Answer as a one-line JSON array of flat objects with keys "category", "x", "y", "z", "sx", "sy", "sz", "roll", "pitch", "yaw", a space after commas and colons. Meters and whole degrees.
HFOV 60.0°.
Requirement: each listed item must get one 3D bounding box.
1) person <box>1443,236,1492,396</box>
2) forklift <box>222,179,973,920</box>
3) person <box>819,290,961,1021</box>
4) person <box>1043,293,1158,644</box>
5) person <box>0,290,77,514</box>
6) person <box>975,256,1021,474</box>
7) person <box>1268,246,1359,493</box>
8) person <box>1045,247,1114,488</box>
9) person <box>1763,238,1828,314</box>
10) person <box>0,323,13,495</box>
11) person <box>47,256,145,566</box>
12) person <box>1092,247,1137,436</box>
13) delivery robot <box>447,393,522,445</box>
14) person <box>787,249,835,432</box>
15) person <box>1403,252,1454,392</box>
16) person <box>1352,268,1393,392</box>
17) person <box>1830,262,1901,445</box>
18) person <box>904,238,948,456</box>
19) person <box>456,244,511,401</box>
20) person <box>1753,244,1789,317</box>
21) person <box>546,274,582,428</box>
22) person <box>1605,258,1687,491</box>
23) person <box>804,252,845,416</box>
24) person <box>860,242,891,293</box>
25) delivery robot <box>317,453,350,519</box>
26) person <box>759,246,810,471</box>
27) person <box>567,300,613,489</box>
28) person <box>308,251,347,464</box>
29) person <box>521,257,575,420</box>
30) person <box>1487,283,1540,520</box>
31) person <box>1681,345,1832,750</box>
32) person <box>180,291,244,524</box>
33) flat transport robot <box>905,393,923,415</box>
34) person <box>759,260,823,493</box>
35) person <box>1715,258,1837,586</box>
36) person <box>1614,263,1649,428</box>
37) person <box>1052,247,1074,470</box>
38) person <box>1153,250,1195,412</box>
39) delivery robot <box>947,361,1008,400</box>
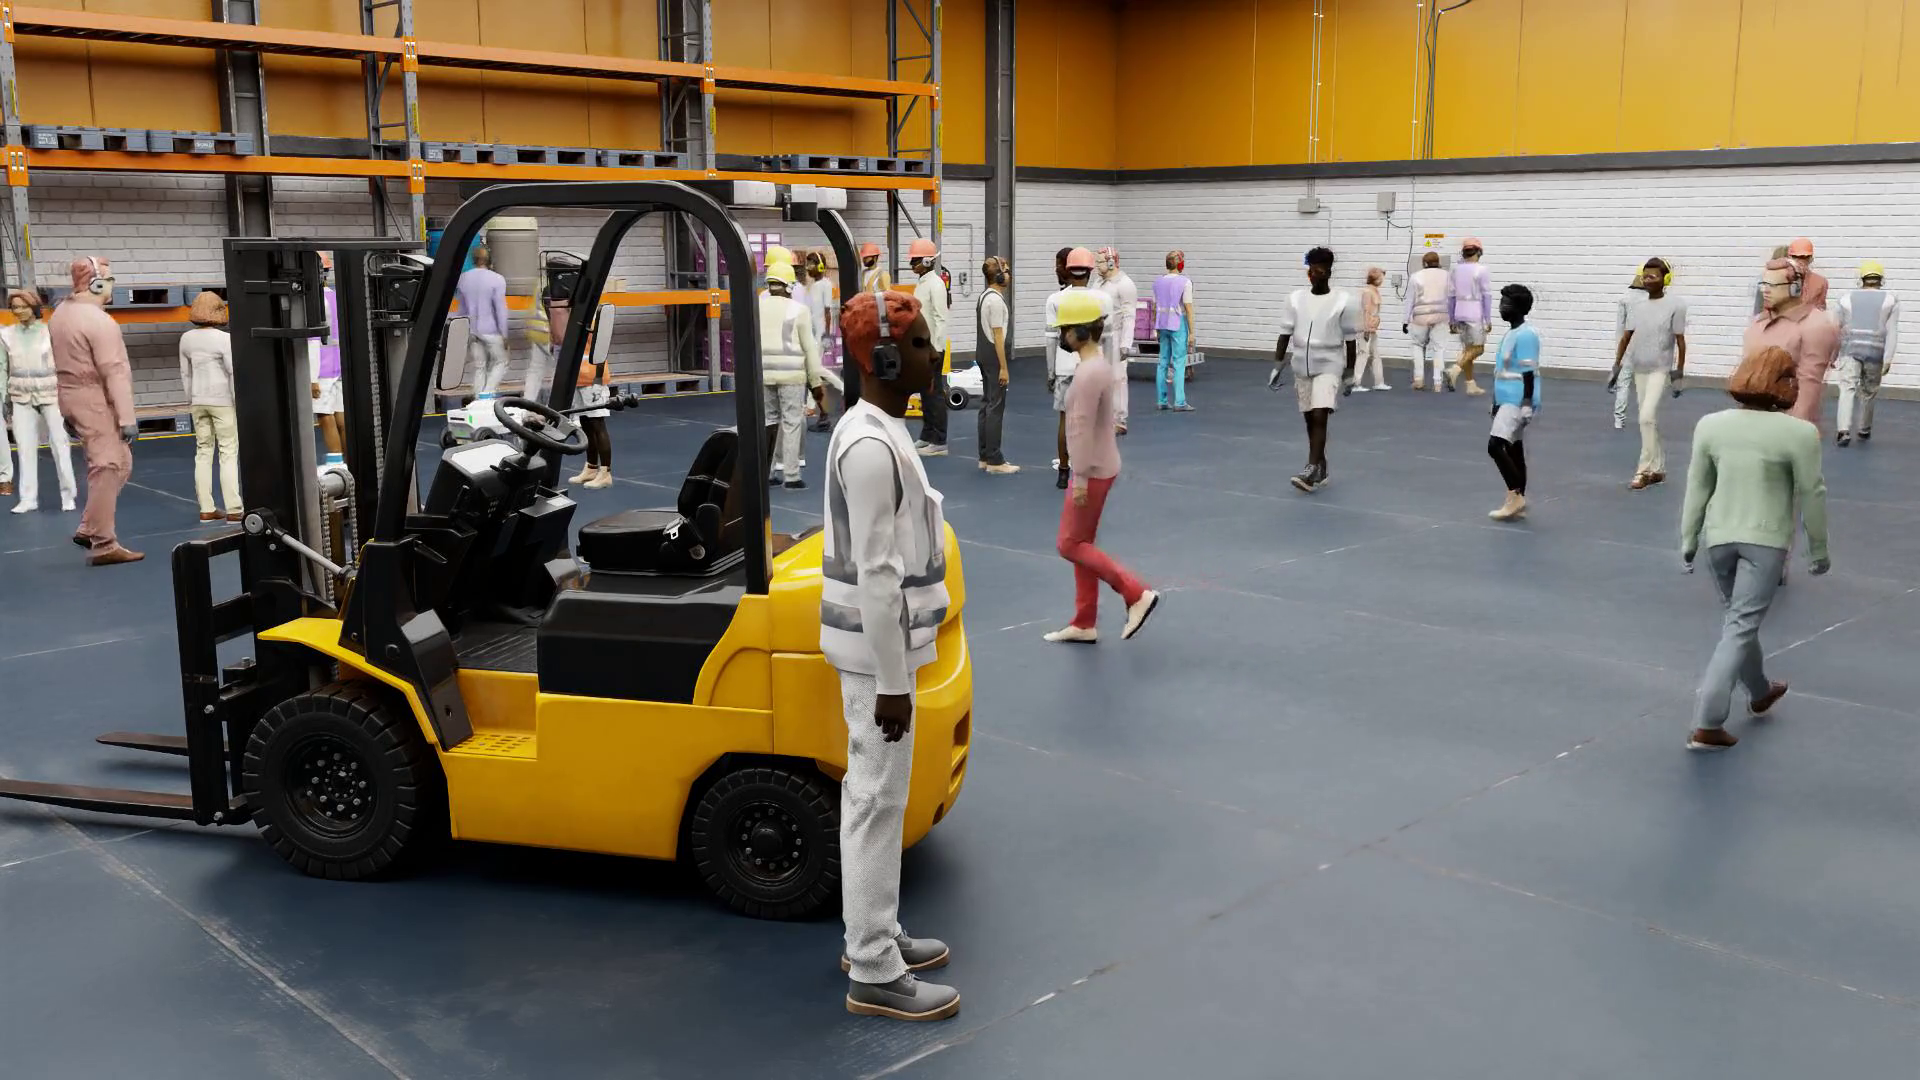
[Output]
[{"category": "person", "x": 6.342, "y": -2.794, "z": 20.849, "sx": 0.670, "sy": 2.017, "sz": 0.645, "roll": -6, "pitch": 12, "yaw": -30}, {"category": "forklift", "x": -1.114, "y": -0.058, "z": 5.440, "sx": 2.313, "sy": 2.155, "sz": 1.214, "roll": 2, "pitch": 11, "yaw": 13}, {"category": "person", "x": -0.187, "y": 0.300, "z": 4.348, "sx": 0.355, "sy": 1.880, "sz": 0.575, "roll": -1, "pitch": 10, "yaw": -4}, {"category": "person", "x": 0.671, "y": -0.330, "z": 8.129, "sx": 0.491, "sy": 1.745, "sz": 0.531, "roll": 2, "pitch": 11, "yaw": 9}, {"category": "person", "x": -6.733, "y": -1.000, "z": 12.135, "sx": 0.521, "sy": 1.628, "sz": 0.401, "roll": -2, "pitch": 11, "yaw": -8}, {"category": "person", "x": 0.311, "y": -1.482, "z": 14.157, "sx": 0.345, "sy": 1.847, "sz": 0.508, "roll": -2, "pitch": 11, "yaw": -13}, {"category": "person", "x": 2.761, "y": -1.339, "z": 13.154, "sx": 0.612, "sy": 1.921, "sz": 0.973, "roll": 8, "pitch": 13, "yaw": 37}, {"category": "person", "x": 0.950, "y": -1.353, "z": 13.265, "sx": 0.552, "sy": 1.934, "sz": 0.471, "roll": 1, "pitch": 10, "yaw": 8}, {"category": "person", "x": 8.477, "y": -2.064, "z": 16.924, "sx": 0.615, "sy": 1.994, "sz": 0.381, "roll": 1, "pitch": 10, "yaw": 8}, {"category": "person", "x": -7.641, "y": -1.154, "z": 12.949, "sx": 0.500, "sy": 1.633, "sz": 0.281, "roll": -2, "pitch": 11, "yaw": -11}, {"category": "person", "x": -5.256, "y": -0.783, "z": 10.205, "sx": 0.667, "sy": 1.891, "sz": 0.436, "roll": 9, "pitch": 14, "yaw": 41}, {"category": "person", "x": 1.496, "y": -2.004, "z": 16.852, "sx": 0.402, "sy": 1.904, "sz": 0.638, "roll": -6, "pitch": 12, "yaw": -30}, {"category": "delivery robot", "x": -4.433, "y": -1.133, "z": 15.524, "sx": 0.477, "sy": 0.478, "sz": 0.707, "roll": 6, "pitch": 12, "yaw": 28}, {"category": "person", "x": -1.730, "y": -2.033, "z": 17.064, "sx": 0.986, "sy": 1.889, "sz": 0.564, "roll": 2, "pitch": 11, "yaw": 13}, {"category": "person", "x": 6.126, "y": -2.847, "z": 21.713, "sx": 0.692, "sy": 1.805, "sz": 0.719, "roll": 0, "pitch": 10, "yaw": 1}, {"category": "person", "x": 5.352, "y": -2.704, "z": 21.489, "sx": 0.609, "sy": 1.609, "sz": 0.562, "roll": 5, "pitch": 11, "yaw": 25}, {"category": "person", "x": 8.751, "y": -1.804, "z": 16.148, "sx": 0.597, "sy": 1.778, "sz": 0.967, "roll": 7, "pitch": 13, "yaw": 34}, {"category": "person", "x": -0.312, "y": -1.777, "z": 15.360, "sx": 0.396, "sy": 1.992, "sz": 0.623, "roll": -4, "pitch": 11, "yaw": -19}, {"category": "person", "x": -5.181, "y": -2.243, "z": 18.145, "sx": 0.634, "sy": 1.912, "sz": 0.439, "roll": 4, "pitch": 11, "yaw": 19}, {"category": "person", "x": 8.467, "y": -2.098, "z": 17.314, "sx": 0.489, "sy": 1.923, "sz": 0.647, "roll": 7, "pitch": 13, "yaw": 34}, {"category": "person", "x": -4.153, "y": -2.045, "z": 17.445, "sx": 0.322, "sy": 1.769, "sz": 0.523, "roll": -10, "pitch": 14, "yaw": -42}, {"category": "person", "x": 5.467, "y": -1.324, "z": 13.336, "sx": 0.777, "sy": 1.838, "sz": 0.529, "roll": -6, "pitch": 12, "yaw": -31}, {"category": "person", "x": -1.535, "y": -2.308, "z": 18.686, "sx": 0.768, "sy": 1.844, "sz": 0.531, "roll": -5, "pitch": 11, "yaw": -24}, {"category": "person", "x": -1.154, "y": -2.904, "z": 21.670, "sx": 0.377, "sy": 1.932, "sz": 0.552, "roll": -10, "pitch": 14, "yaw": -43}, {"category": "delivery robot", "x": -4.202, "y": -0.342, "z": 11.210, "sx": 0.477, "sy": 0.478, "sz": 0.707, "roll": 6, "pitch": 12, "yaw": 29}, {"category": "person", "x": -1.536, "y": -1.554, "z": 14.327, "sx": 0.366, "sy": 1.927, "sz": 0.588, "roll": 7, "pitch": 12, "yaw": 33}, {"category": "person", "x": -2.986, "y": -1.257, "z": 13.329, "sx": 0.317, "sy": 1.698, "sz": 0.540, "roll": -7, "pitch": 12, "yaw": -34}, {"category": "person", "x": -5.025, "y": -1.331, "z": 13.113, "sx": 0.384, "sy": 1.933, "sz": 0.547, "roll": 1, "pitch": 10, "yaw": 3}, {"category": "person", "x": -4.413, "y": -2.180, "z": 18.165, "sx": 0.869, "sy": 1.778, "sz": 0.631, "roll": -4, "pitch": 11, "yaw": -22}, {"category": "person", "x": 3.875, "y": -0.959, "z": 11.726, "sx": 0.396, "sy": 1.682, "sz": 0.557, "roll": 1, "pitch": 10, "yaw": 4}, {"category": "person", "x": 3.207, "y": 0.019, "z": 6.674, "sx": 0.872, "sy": 1.587, "sz": 0.509, "roll": -7, "pitch": 13, "yaw": -34}, {"category": "person", "x": -5.228, "y": -0.926, "z": 11.699, "sx": 0.500, "sy": 1.636, "sz": 0.279, "roll": 3, "pitch": 11, "yaw": 18}, {"category": "flat transport robot", "x": -0.529, "y": -1.580, "z": 18.990, "sx": 0.652, "sy": 0.197, "sz": 1.431, "roll": 1, "pitch": 10, "yaw": 5}, {"category": "person", "x": -1.398, "y": -1.282, "z": 13.116, "sx": 0.606, "sy": 1.830, "sz": 0.404, "roll": 5, "pitch": 12, "yaw": 26}, {"category": "person", "x": 4.651, "y": -0.656, "z": 9.526, "sx": 0.437, "sy": 1.891, "sz": 0.655, "roll": -3, "pitch": 11, "yaw": -17}, {"category": "person", "x": 7.135, "y": -2.031, "z": 17.456, "sx": 0.480, "sy": 1.736, "sz": 0.324, "roll": 5, "pitch": 12, "yaw": 26}, {"category": "person", "x": 0.990, "y": -1.564, "z": 14.411, "sx": 0.389, "sy": 1.916, "sz": 0.590, "roll": 1, "pitch": 10, "yaw": 6}, {"category": "person", "x": 2.448, "y": -2.396, "z": 19.128, "sx": 0.389, "sy": 1.850, "sz": 0.566, "roll": -10, "pitch": 14, "yaw": -43}, {"category": "delivery robot", "x": 0.212, "y": -1.847, "z": 19.414, "sx": 0.707, "sy": 0.478, "sz": 0.477, "roll": 1, "pitch": 10, "yaw": 4}]
